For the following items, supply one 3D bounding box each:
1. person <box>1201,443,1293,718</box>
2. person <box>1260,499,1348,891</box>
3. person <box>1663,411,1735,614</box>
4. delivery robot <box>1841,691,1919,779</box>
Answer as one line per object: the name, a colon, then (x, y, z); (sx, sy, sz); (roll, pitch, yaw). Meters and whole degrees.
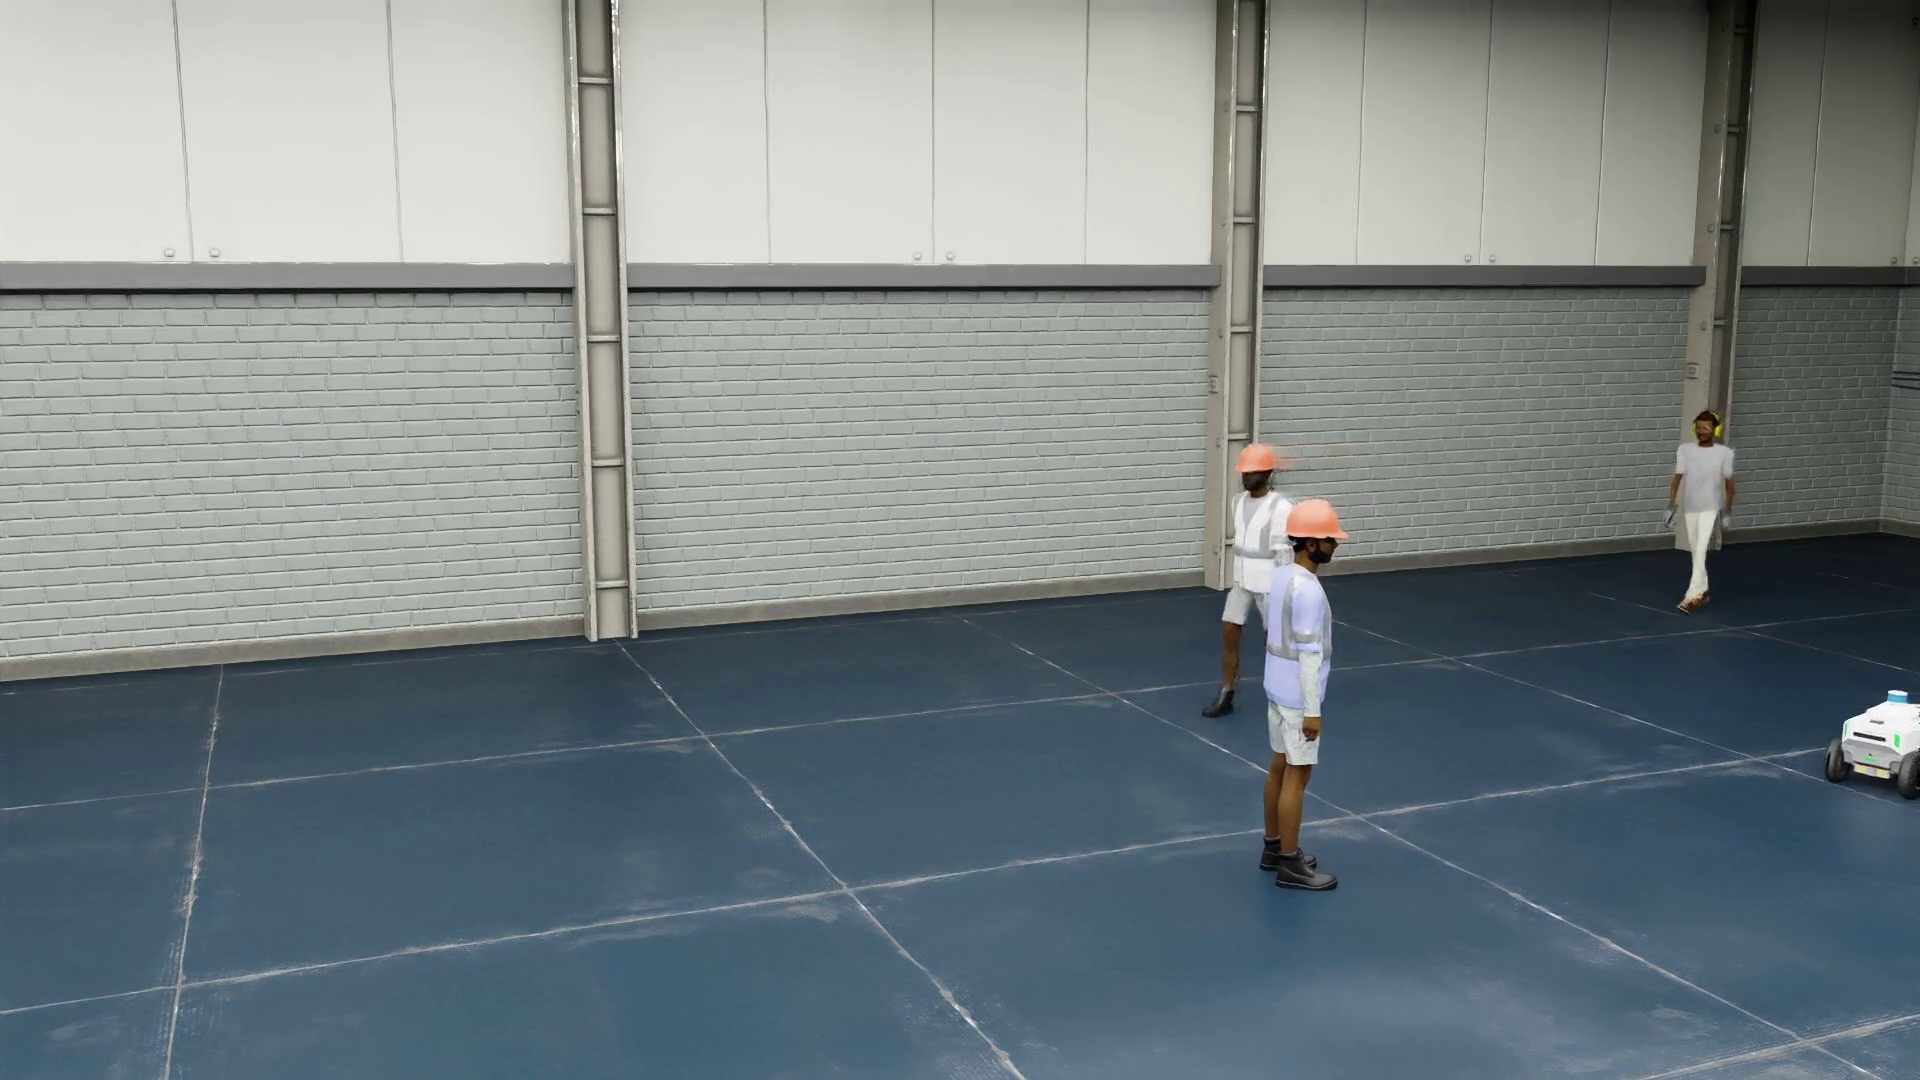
person: (2.122, 0.267, 11.515); (0.943, 1.905, 0.556); (-6, 11, -35)
person: (1.708, 0.758, 8.281); (0.379, 1.938, 0.547); (-1, 9, -4)
person: (6.700, -0.260, 15.068); (0.504, 1.821, 0.998); (8, 12, 41)
delivery robot: (5.567, 1.141, 9.907); (0.707, 0.478, 0.477); (-7, 12, -39)
